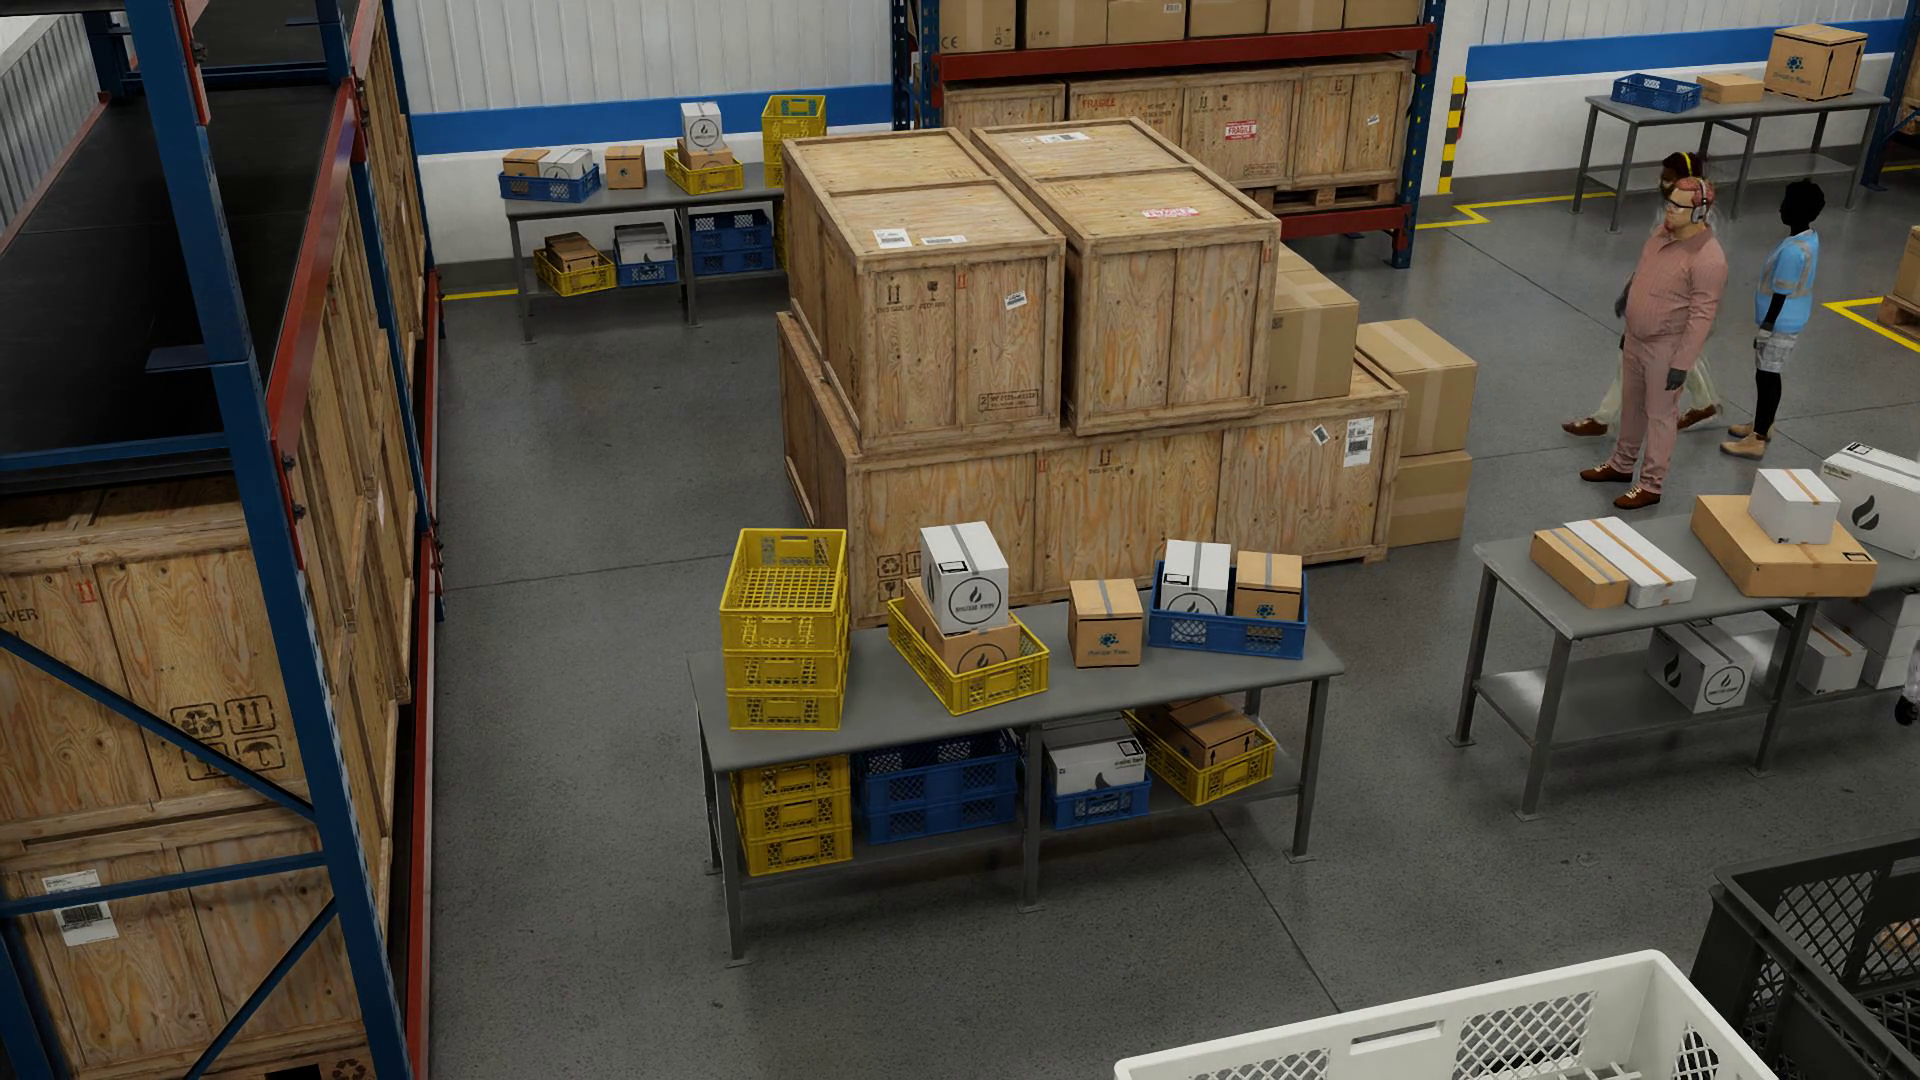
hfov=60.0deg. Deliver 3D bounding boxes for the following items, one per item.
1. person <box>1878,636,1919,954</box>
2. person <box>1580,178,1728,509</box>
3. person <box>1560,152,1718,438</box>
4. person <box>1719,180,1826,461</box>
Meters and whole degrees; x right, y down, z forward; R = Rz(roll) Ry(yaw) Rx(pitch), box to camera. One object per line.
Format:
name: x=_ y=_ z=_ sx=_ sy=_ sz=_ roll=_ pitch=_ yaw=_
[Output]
person: x=3.957 y=0.646 z=6.359 sx=0.960 sy=1.800 sz=0.627 roll=-18 pitch=33 yaw=-29
person: x=3.944 y=-1.113 z=9.422 sx=0.409 sy=1.913 sz=0.642 roll=-5 pitch=29 yaw=-9
person: x=4.360 y=-1.485 z=10.208 sx=1.014 sy=1.817 sz=0.480 roll=1 pitch=29 yaw=2
person: x=4.940 y=-1.326 z=10.038 sx=0.320 sy=1.689 sz=0.537 roll=16 pitch=33 yaw=27
